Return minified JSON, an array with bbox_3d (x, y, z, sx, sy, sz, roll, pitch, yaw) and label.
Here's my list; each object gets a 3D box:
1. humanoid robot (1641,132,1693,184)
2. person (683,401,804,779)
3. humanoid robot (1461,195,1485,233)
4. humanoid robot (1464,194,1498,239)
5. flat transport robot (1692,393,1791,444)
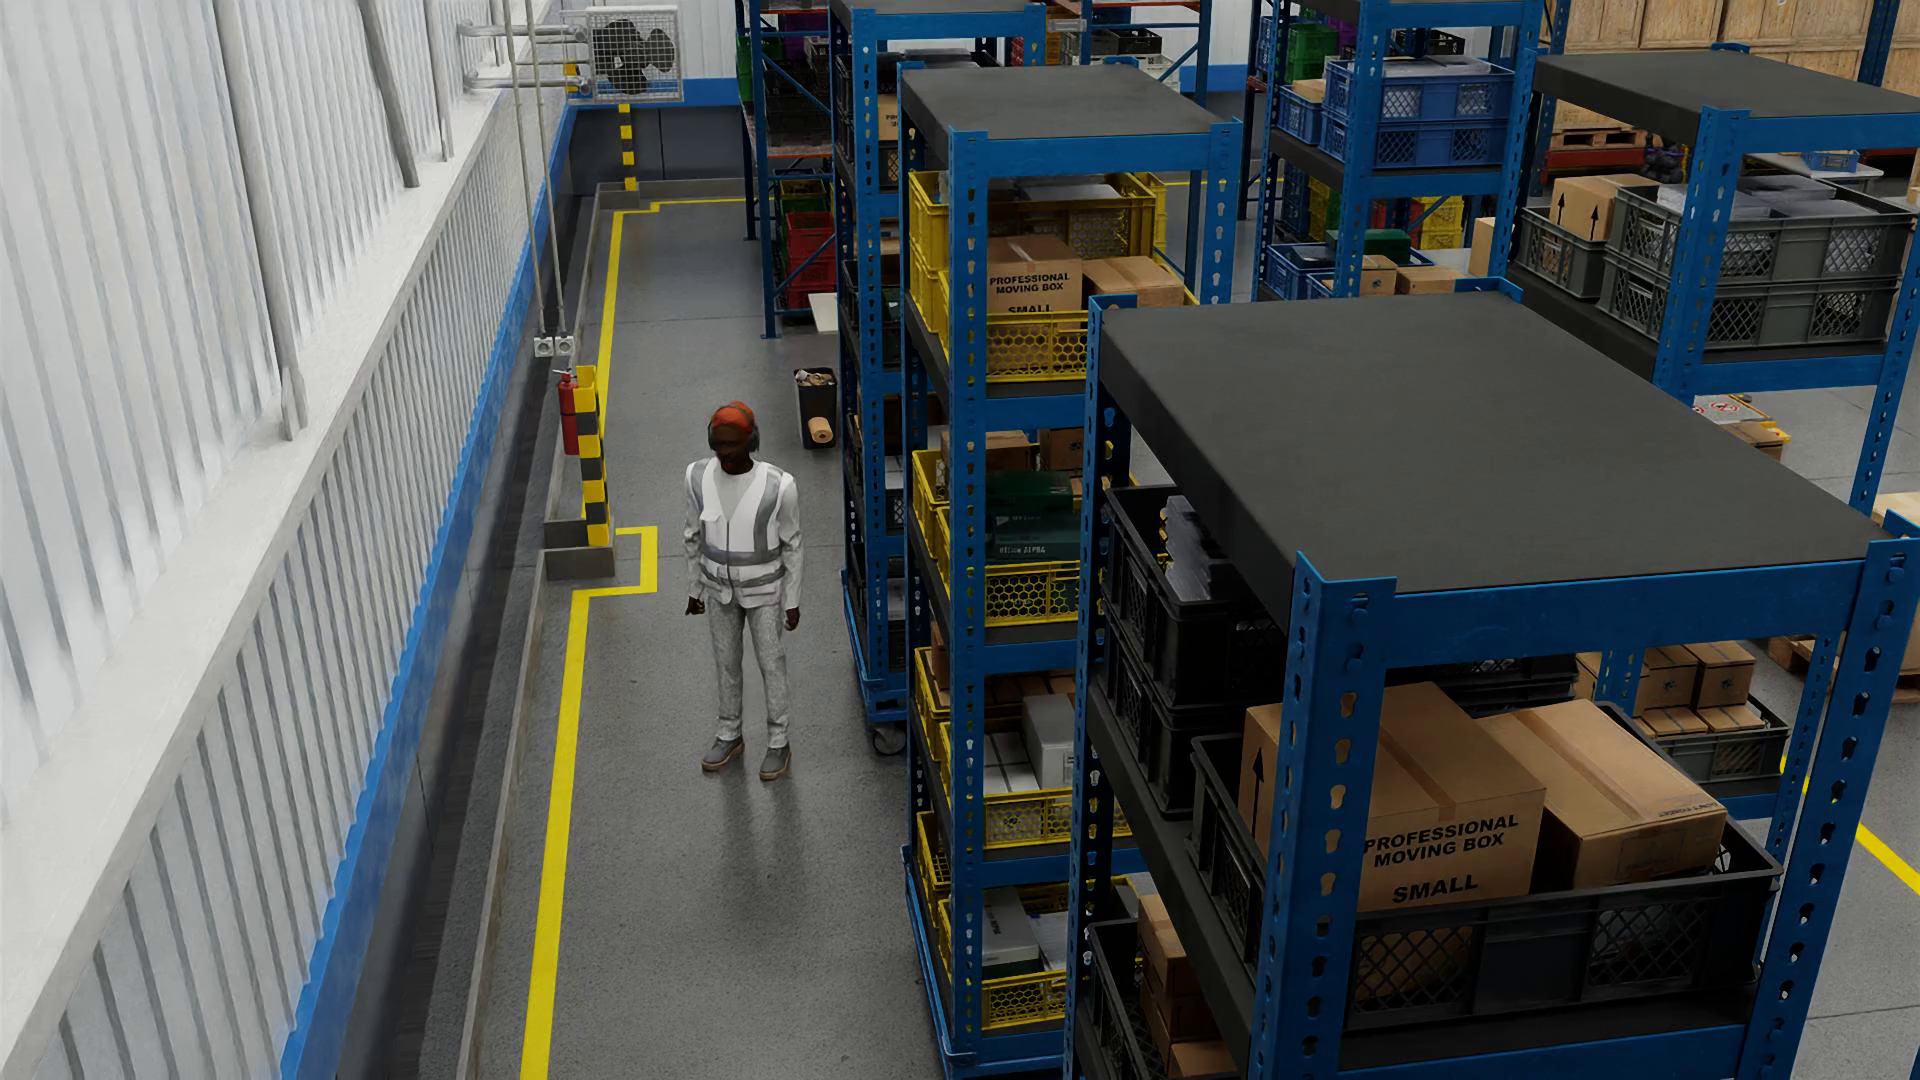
[{"bbox_3d":[7.117,-3.751,16.758,0.361,1.651,0.570,-18,30,-33],"label":"humanoid robot"},{"bbox_3d":[-1.021,0.248,7.832,0.585,1.878,0.344,7,26,16],"label":"person"},{"bbox_3d":[5.157,-3.616,16.472,0.562,1.649,0.372,-14,28,-27],"label":"humanoid robot"},{"bbox_3d":[5.128,-3.450,16.111,0.322,1.651,0.570,-9,26,-18],"label":"humanoid robot"},{"bbox_3d":[5.224,-0.859,12.132,1.431,0.197,0.652,-4,25,-8],"label":"flat transport robot"}]
